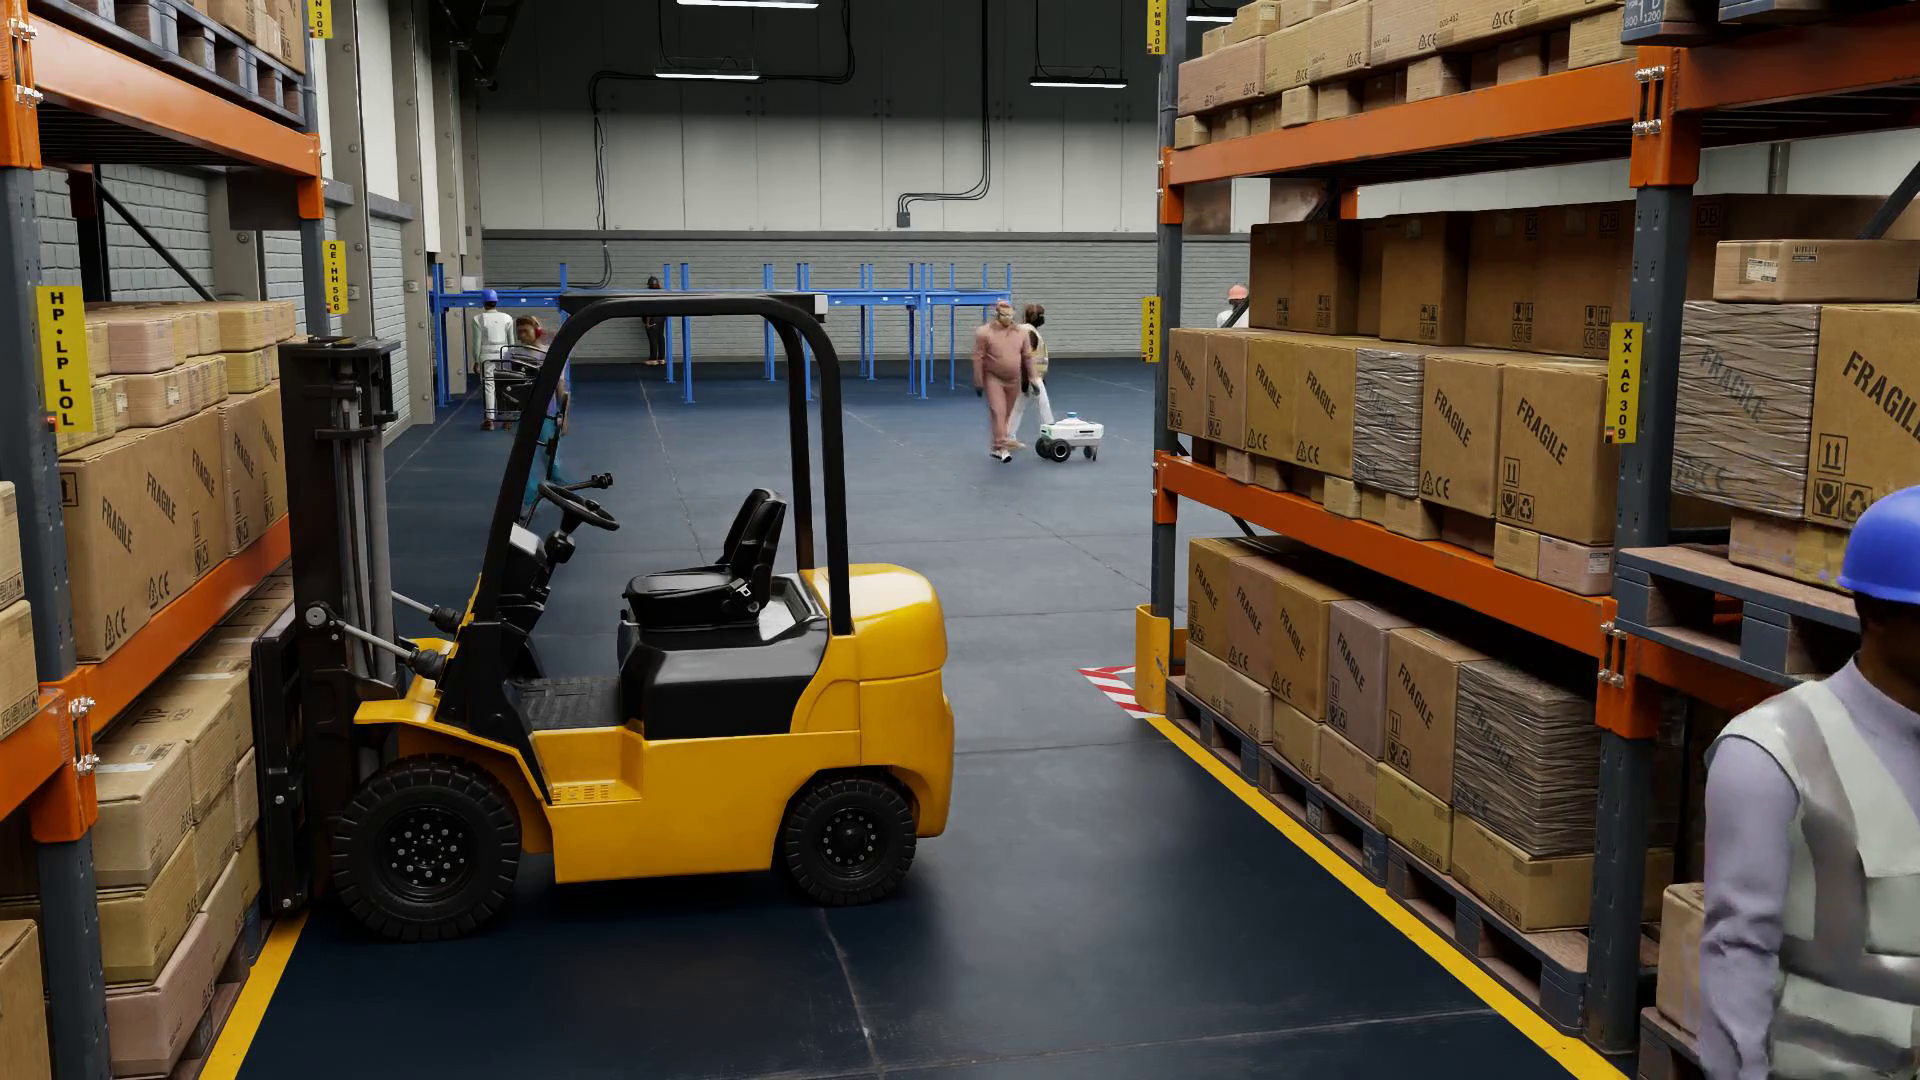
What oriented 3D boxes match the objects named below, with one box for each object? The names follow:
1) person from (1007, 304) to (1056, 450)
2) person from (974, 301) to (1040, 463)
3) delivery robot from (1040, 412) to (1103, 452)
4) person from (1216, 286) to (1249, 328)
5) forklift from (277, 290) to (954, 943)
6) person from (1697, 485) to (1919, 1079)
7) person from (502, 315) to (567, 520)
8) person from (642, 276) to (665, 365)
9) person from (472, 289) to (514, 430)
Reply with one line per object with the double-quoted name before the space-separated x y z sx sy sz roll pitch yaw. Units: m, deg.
"person" 0.955 -1.995 20.434 0.915 1.792 0.640 0 9 -2
"person" 0.547 -1.813 19.152 0.675 1.847 0.968 -4 10 -21
"delivery robot" 1.316 -1.258 19.579 0.707 0.478 0.477 -3 10 -17
"person" 3.946 -2.613 23.641 0.610 1.993 1.053 1 9 5
"forklift" -1.179 0.175 6.143 2.313 2.155 1.214 -2 10 -12
"person" 1.488 0.874 2.597 0.650 1.907 0.949 -2 9 -9
"person" -3.818 -1.116 14.994 0.584 1.825 0.528 1 9 4
"person" -7.137 -5.083 38.660 0.538 2.000 0.683 4 10 25
"person" -6.487 -2.514 23.144 0.602 1.950 0.380 -7 12 -38
